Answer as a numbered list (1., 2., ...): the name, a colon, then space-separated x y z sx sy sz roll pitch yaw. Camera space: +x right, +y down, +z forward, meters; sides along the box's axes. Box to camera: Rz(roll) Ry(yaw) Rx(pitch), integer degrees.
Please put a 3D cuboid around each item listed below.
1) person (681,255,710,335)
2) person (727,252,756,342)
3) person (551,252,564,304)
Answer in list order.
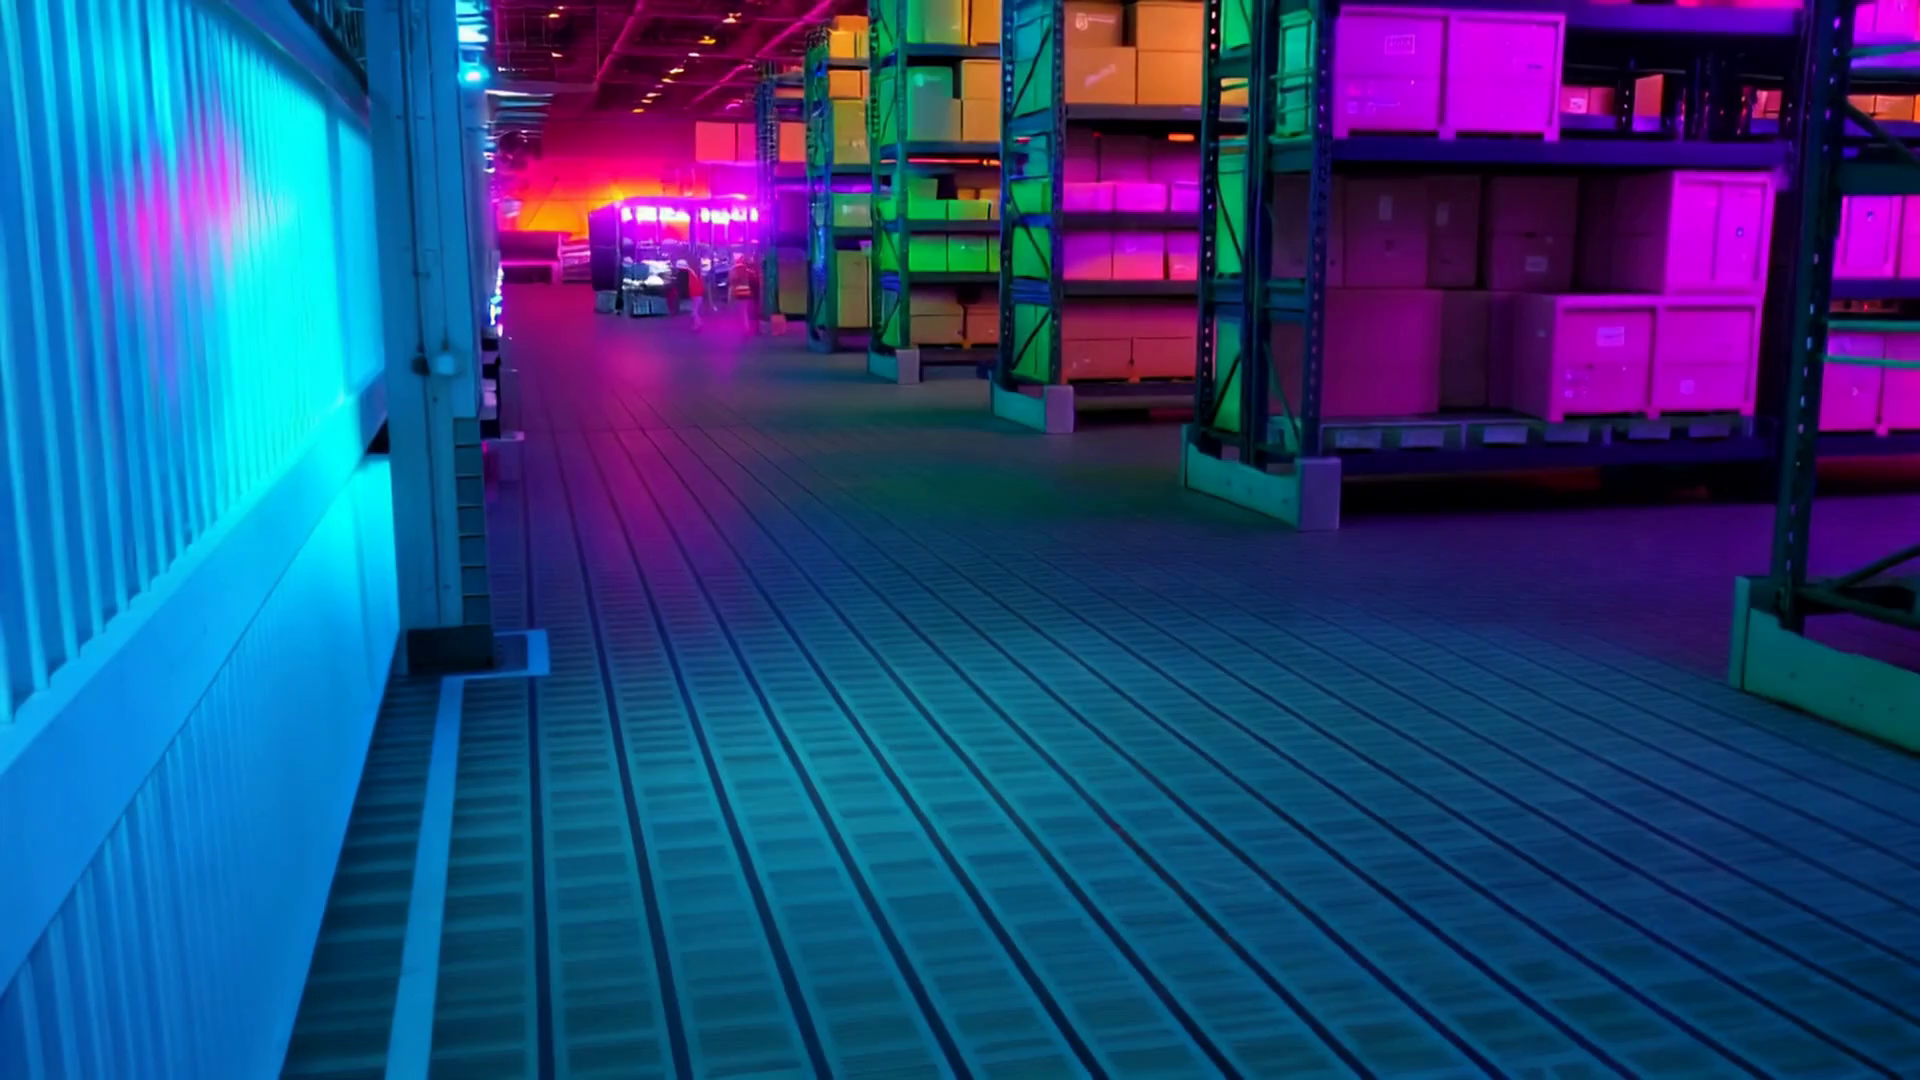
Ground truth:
1. person: -5.998 -5.620 38.230 0.654 1.802 0.901 -10 14 -43
2. person: -4.628 -5.150 35.280 0.624 1.916 0.917 -4 11 -20
3. person: -14.098 -9.185 58.334 0.564 1.838 0.388 6 12 32
